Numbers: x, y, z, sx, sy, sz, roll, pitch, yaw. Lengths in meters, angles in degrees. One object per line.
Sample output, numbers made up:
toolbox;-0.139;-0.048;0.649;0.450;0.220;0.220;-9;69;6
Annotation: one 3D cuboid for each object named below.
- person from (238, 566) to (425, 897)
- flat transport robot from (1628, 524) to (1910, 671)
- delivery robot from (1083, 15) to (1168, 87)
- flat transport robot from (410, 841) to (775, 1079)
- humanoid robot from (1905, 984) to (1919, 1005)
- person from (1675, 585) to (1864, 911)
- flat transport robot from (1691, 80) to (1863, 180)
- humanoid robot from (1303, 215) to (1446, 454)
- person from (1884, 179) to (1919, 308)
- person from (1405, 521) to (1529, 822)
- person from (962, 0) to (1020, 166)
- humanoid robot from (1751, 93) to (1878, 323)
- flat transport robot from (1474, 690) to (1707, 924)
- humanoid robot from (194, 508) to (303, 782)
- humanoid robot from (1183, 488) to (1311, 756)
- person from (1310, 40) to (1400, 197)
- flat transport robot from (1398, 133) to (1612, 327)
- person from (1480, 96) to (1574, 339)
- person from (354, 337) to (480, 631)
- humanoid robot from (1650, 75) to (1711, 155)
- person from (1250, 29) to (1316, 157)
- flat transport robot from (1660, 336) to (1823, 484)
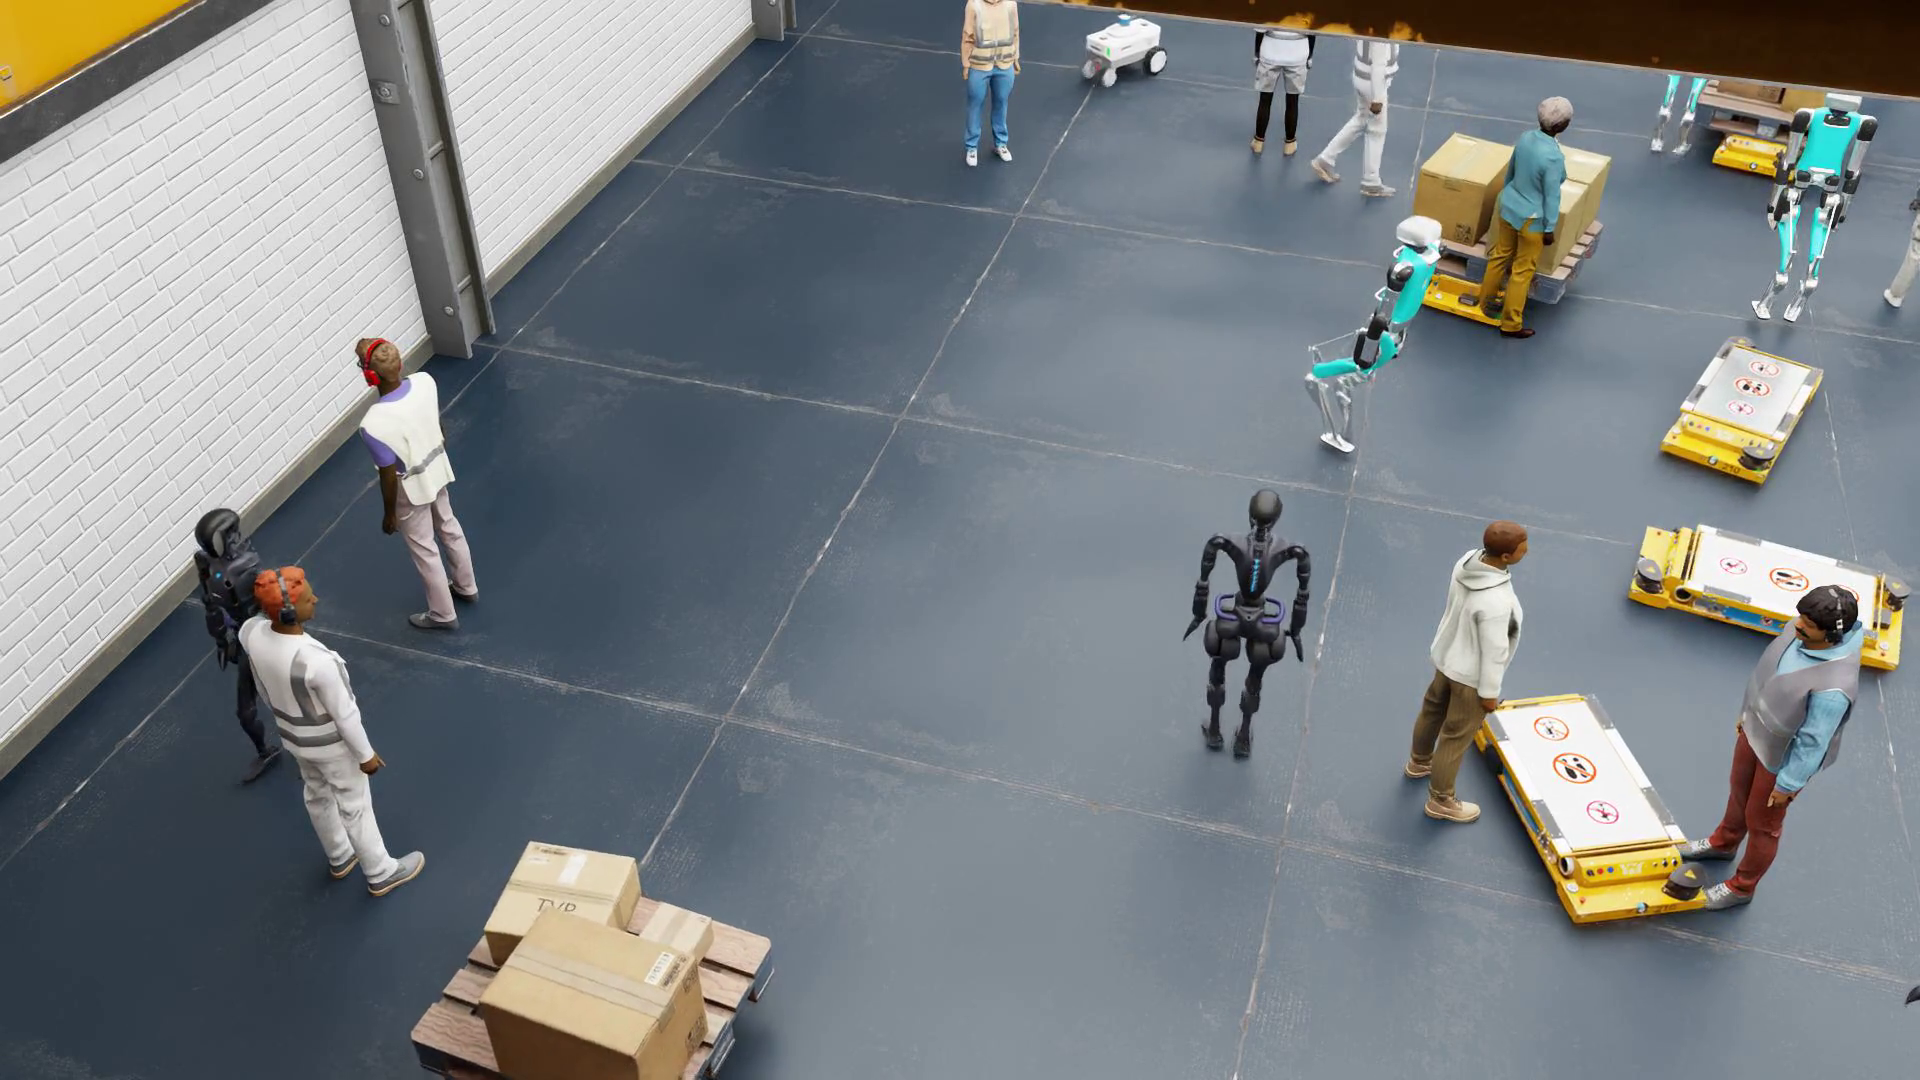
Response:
person;-2.906;0.890;7.609;0.572;1.884;0.360;22;44;25
flat transport robot;4.682;0.294;9.639;1.431;0.231;0.659;17;42;20
delivery robot;1.516;-4.584;15.471;0.772;0.586;0.499;-27;46;-29
flat transport robot;-1.567;2.177;7.297;0.659;0.231;1.431;14;41;17
humanoid robot;4.160;1.828;6.620;0.614;1.643;0.544;14;41;17
person;3.728;0.940;7.558;0.415;1.873;0.535;1;39;1
flat transport robot;7.017;-3.541;14.409;0.659;0.231;1.431;20;43;23
humanoid robot;2.508;-1.231;10.453;0.780;1.871;0.540;28;47;30
person;7.088;-2.396;11.898;0.520;1.632;0.313;8;39;9
person;2.439;0.618;8.039;0.363;1.767;0.531;-4;39;-5
person;0.251;-3.952;13.754;0.494;1.728;0.370;-10;40;-13
humanoid robot;5.886;-2.246;11.520;0.533;1.677;0.735;12;40;15
flat transport robot;3.125;1.287;8.403;0.659;0.231;1.431;-5;39;-7
humanoid robot;-3.452;0.560;8.183;0.596;1.654;0.400;15;41;18
humanoid robot;1.430;0.433;8.342;0.609;1.652;0.310;6;39;7
person;3.260;-3.656;13.285;0.682;1.876;0.584;3;39;4
flat transport robot;4.051;-2.066;12.575;0.659;0.231;1.431;23;44;26
person;3.977;-2.255;11.623;0.340;1.753;0.536;-13;41;-16
person;-2.962;-0.289;9.105;0.374;1.843;0.569;12;40;15
humanoid robot;6.000;-3.950;13.643;0.531;1.673;0.738;19;42;22
person;2.693;-4.017;13.860;0.529;1.697;0.321;7;39;9
flat transport robot;5.250;-0.892;11.114;0.659;0.231;1.431;24;45;27
